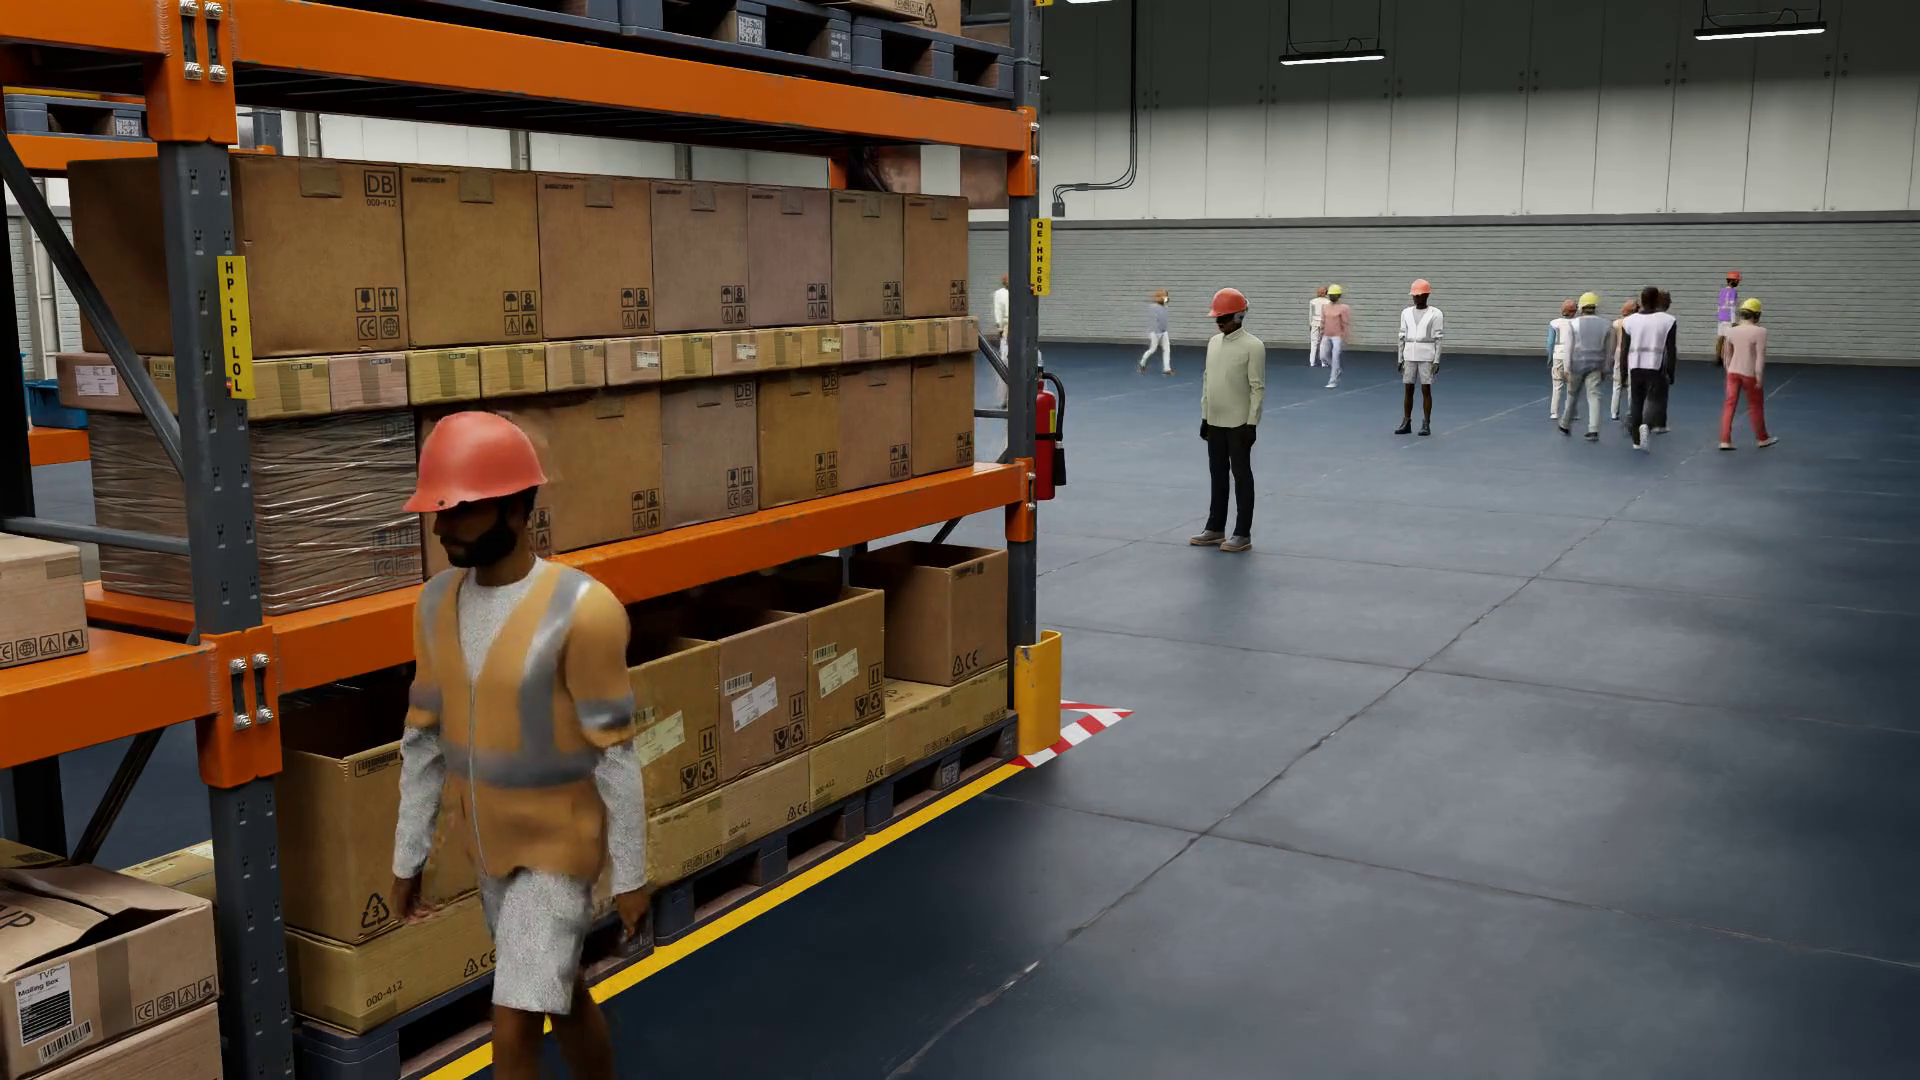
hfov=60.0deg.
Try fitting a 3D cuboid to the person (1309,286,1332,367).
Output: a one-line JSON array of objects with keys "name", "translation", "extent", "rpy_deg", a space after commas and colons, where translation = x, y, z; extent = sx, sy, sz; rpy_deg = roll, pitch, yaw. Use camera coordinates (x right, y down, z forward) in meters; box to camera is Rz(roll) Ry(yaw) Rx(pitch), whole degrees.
[{"name": "person", "translation": [7.278, -4.303, 33.535], "extent": [0.509, 1.629, 0.316], "rpy_deg": [5, 11, 27]}]

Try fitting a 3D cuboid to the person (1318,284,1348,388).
[{"name": "person", "translation": [6.311, -3.443, 28.113], "extent": [0.404, 1.752, 0.548], "rpy_deg": [-9, 13, -43]}]

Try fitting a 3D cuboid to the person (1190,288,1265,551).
[{"name": "person", "translation": [2.039, -0.911, 12.638], "extent": [0.393, 1.985, 0.611], "rpy_deg": [-6, 12, -33]}]

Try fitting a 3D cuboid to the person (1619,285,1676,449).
[{"name": "person", "translation": [7.855, -1.960, 19.046], "extent": [0.598, 1.898, 0.720], "rpy_deg": [5, 11, 29]}]

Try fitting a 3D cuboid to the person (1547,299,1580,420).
[{"name": "person", "translation": [8.251, -2.446, 22.628], "extent": [0.515, 1.641, 0.314], "rpy_deg": [4, 10, 21]}]

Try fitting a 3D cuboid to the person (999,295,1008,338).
[{"name": "person", "translation": [1.102, -3.970, 31.083], "extent": [0.617, 1.796, 0.839], "rpy_deg": [6, 11, 30]}]

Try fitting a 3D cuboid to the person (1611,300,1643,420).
[{"name": "person", "translation": [9.061, -2.431, 22.542], "extent": [0.308, 1.641, 0.510], "rpy_deg": [-9, 13, -41]}]

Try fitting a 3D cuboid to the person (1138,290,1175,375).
[{"name": "person", "translation": [3.715, -3.905, 31.268], "extent": [0.496, 1.607, 0.758], "rpy_deg": [-9, 13, -41]}]

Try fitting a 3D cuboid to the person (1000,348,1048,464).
[{"name": "person", "translation": [0.707, -1.358, 16.325], "extent": [0.709, 1.606, 0.522], "rpy_deg": [-7, 12, -34]}]

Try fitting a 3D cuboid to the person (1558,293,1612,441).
[{"name": "person", "translation": [7.628, -2.117, 20.296], "extent": [0.617, 1.779, 0.950], "rpy_deg": [0, 10, 0]}]

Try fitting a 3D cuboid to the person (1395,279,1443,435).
[{"name": "person", "translation": [5.707, -2.266, 20.710], "extent": [0.553, 1.935, 0.362], "rpy_deg": [7, 12, 36]}]

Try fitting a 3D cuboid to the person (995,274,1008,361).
[{"name": "person", "translation": [1.031, -4.468, 33.848], "extent": [0.592, 1.849, 0.898], "rpy_deg": [-3, 10, -17]}]

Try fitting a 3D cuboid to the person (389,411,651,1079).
[{"name": "person", "translation": [-1.012, 0.681, 3.551], "extent": [0.564, 1.894, 0.963], "rpy_deg": [6, 11, 31]}]

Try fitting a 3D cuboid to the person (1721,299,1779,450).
[{"name": "person", "translation": [9.100, -1.902, 19.146], "extent": [0.862, 1.726, 0.551], "rpy_deg": [-6, 11, -30]}]

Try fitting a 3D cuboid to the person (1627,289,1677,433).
[{"name": "person", "translation": [8.655, -2.216, 20.772], "extent": [0.777, 1.822, 0.520], "rpy_deg": [-9, 13, -42]}]

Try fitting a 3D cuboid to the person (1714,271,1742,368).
[{"name": "person", "translation": [15.370, -4.408, 33.263], "extent": [0.376, 1.934, 0.546], "rpy_deg": [0, 10, -2]}]
